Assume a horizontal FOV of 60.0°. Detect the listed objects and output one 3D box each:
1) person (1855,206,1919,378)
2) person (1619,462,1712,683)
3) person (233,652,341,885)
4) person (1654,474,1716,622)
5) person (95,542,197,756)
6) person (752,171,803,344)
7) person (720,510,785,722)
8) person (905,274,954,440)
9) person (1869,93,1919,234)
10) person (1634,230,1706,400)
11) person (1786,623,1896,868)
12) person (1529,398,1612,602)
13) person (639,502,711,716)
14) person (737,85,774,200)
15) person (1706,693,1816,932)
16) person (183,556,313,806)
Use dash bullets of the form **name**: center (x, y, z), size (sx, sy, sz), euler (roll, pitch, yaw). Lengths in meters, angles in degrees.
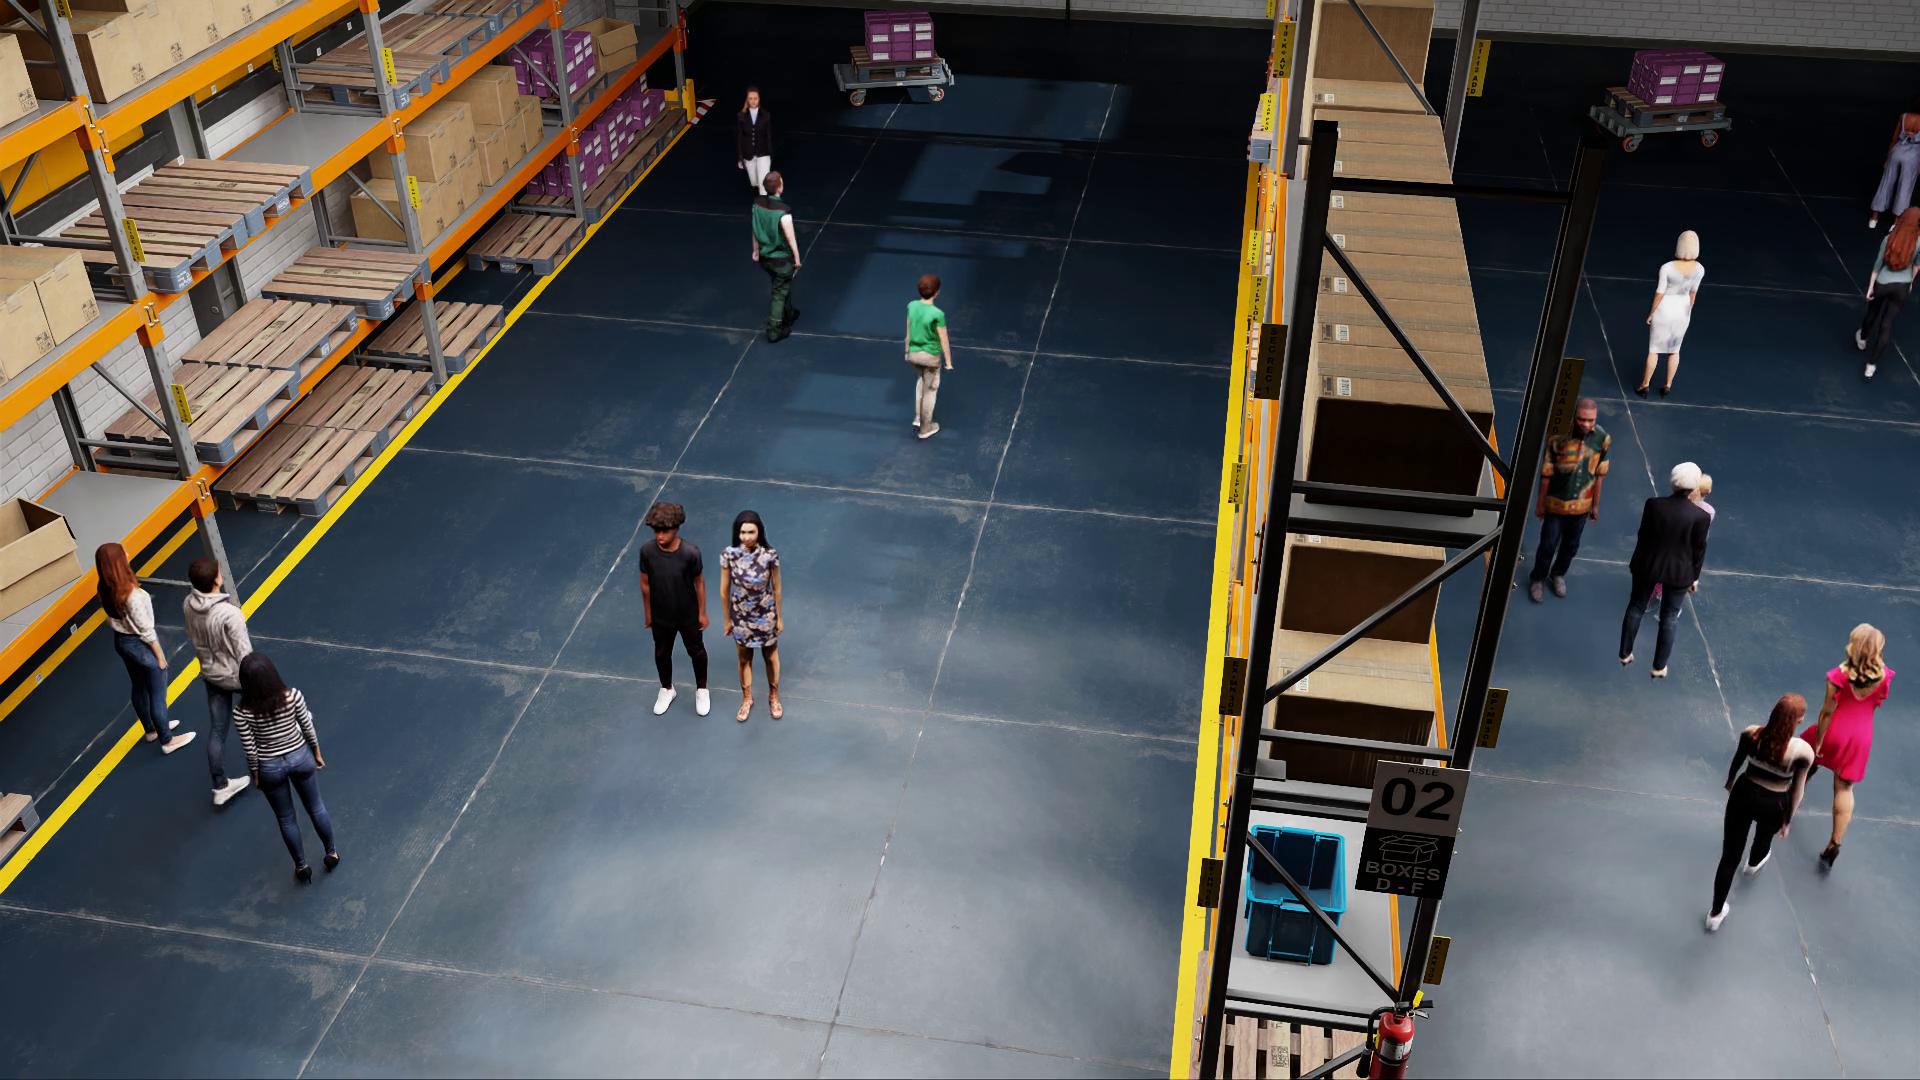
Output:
- **person**: center (9.330, -2.447, 16.664), size (0.772, 1.688, 1.207), euler (14, 36, 19)
- **person**: center (5.020, 0.223, 11.764), size (0.806, 1.781, 0.728), euler (21, 39, 28)
- **person**: center (-4.329, 1.470, 10.675), size (0.666, 1.795, 0.717), euler (-20, 38, -27)
- **person**: center (5.742, 0.062, 13.283), size (0.703, 1.252, 0.822), euler (28, 43, 35)
- **person**: center (-5.846, 0.759, 11.803), size (0.632, 1.730, 0.623), euler (18, 38, 25)
- **person**: center (-1.951, -2.915, 17.244), size (0.868, 1.826, 0.981), euler (22, 40, 30)
- **person**: center (-1.498, 0.549, 12.116), size (0.640, 1.733, 0.608), euler (-3, 34, -4)
- **person**: center (-0.365, -1.685, 15.563), size (0.695, 1.638, 0.715), euler (21, 39, 28)
- **person**: center (11.218, -4.505, 19.754), size (0.660, 1.695, 0.671), euler (26, 42, 33)
- **person**: center (6.942, -2.188, 16.219), size (0.580, 1.750, 0.534), euler (2, 34, 3)
- **person**: center (5.834, 1.371, 10.934), size (0.555, 1.673, 1.051), euler (5, 34, 8)
- **person**: center (4.915, -0.358, 13.419), size (0.733, 1.801, 0.724), euler (1, 34, 1)
- **person**: center (-2.079, 0.491, 12.160), size (0.658, 1.782, 0.593), euler (1, 34, 2)
- **person**: center (-2.437, -4.556, 19.852), size (0.699, 1.671, 1.214), euler (0, 34, 0)
- **person**: center (4.924, 1.726, 10.366), size (0.964, 1.709, 1.182), euler (25, 41, 32)
- **person**: center (-5.067, 0.987, 11.381), size (0.830, 1.817, 1.251), euler (11, 35, 16)
